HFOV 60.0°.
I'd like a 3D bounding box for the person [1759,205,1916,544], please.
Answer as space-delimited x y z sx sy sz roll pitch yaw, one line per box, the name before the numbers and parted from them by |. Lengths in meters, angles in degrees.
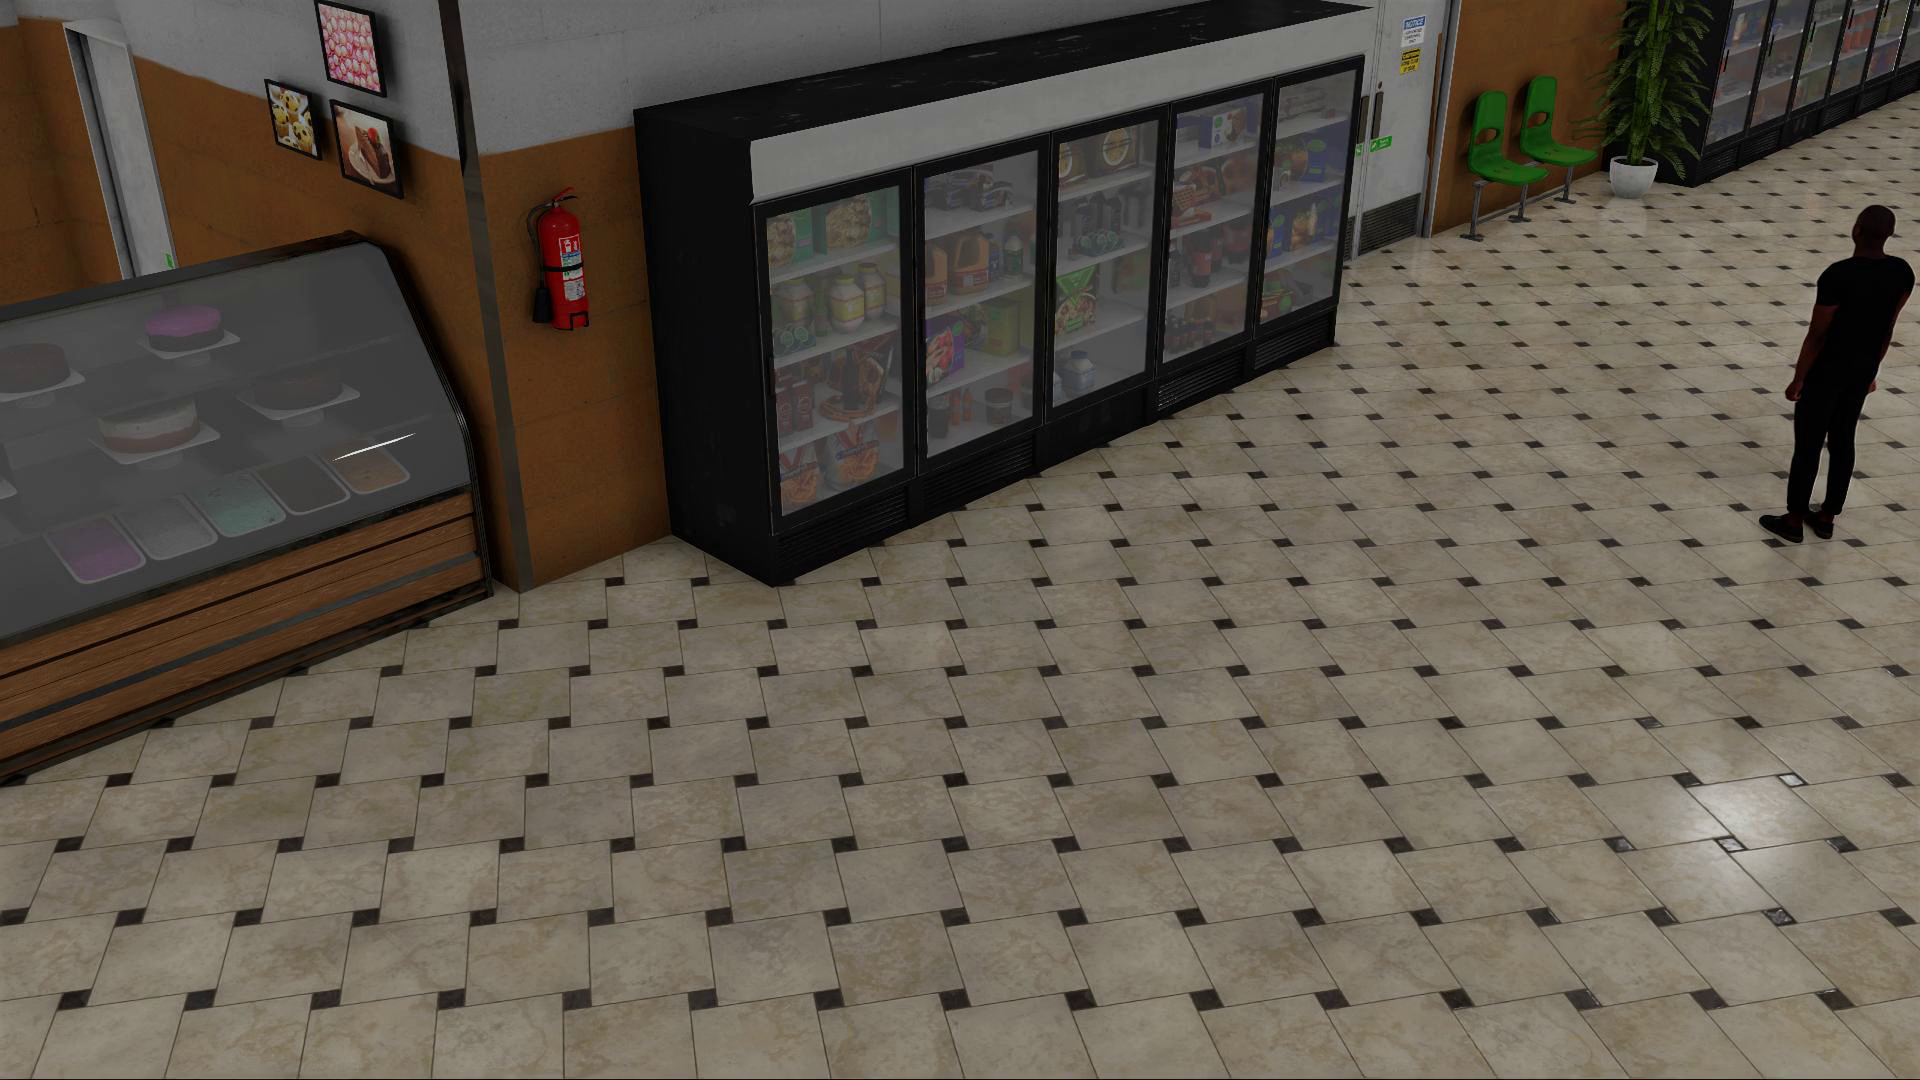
person | 4.599 -0.858 8.709 0.746 1.819 0.760 -5 27 -9
